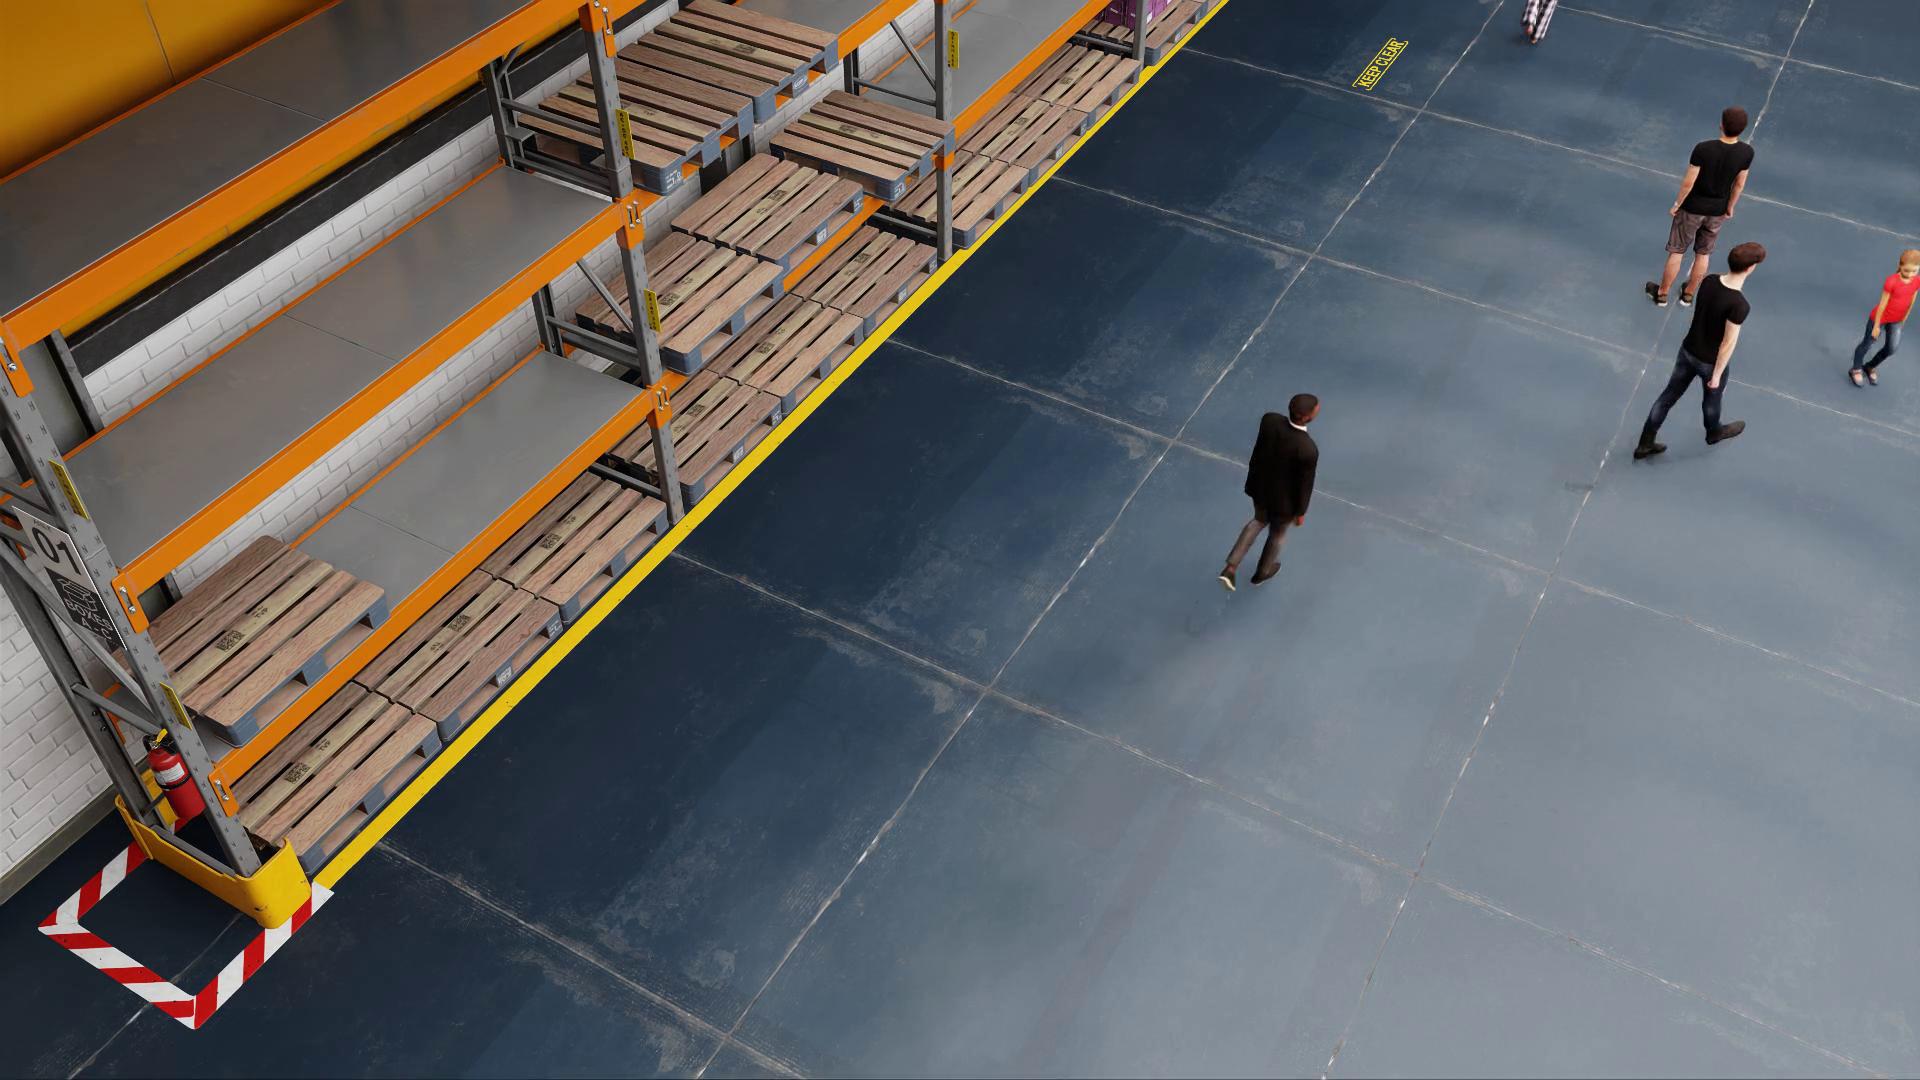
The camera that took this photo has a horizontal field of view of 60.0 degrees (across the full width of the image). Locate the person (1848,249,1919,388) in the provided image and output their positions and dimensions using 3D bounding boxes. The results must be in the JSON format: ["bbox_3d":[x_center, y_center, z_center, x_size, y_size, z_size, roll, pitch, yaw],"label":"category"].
[{"bbox_3d":[7.346,-1.802,13.265,0.579,1.290,0.630,-3,44,-3],"label":"person"}]

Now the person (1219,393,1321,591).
[{"bbox_3d":[2.091,-0.269,11.297,0.990,1.783,0.860,-32,52,-29],"label":"person"}]

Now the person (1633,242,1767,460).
[{"bbox_3d":[5.450,-1.342,12.370,1.258,1.857,1.148,-14,45,-15],"label":"person"}]

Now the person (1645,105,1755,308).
[{"bbox_3d":[6.199,-2.772,13.868,0.758,1.863,0.748,3,44,3],"label":"person"}]
